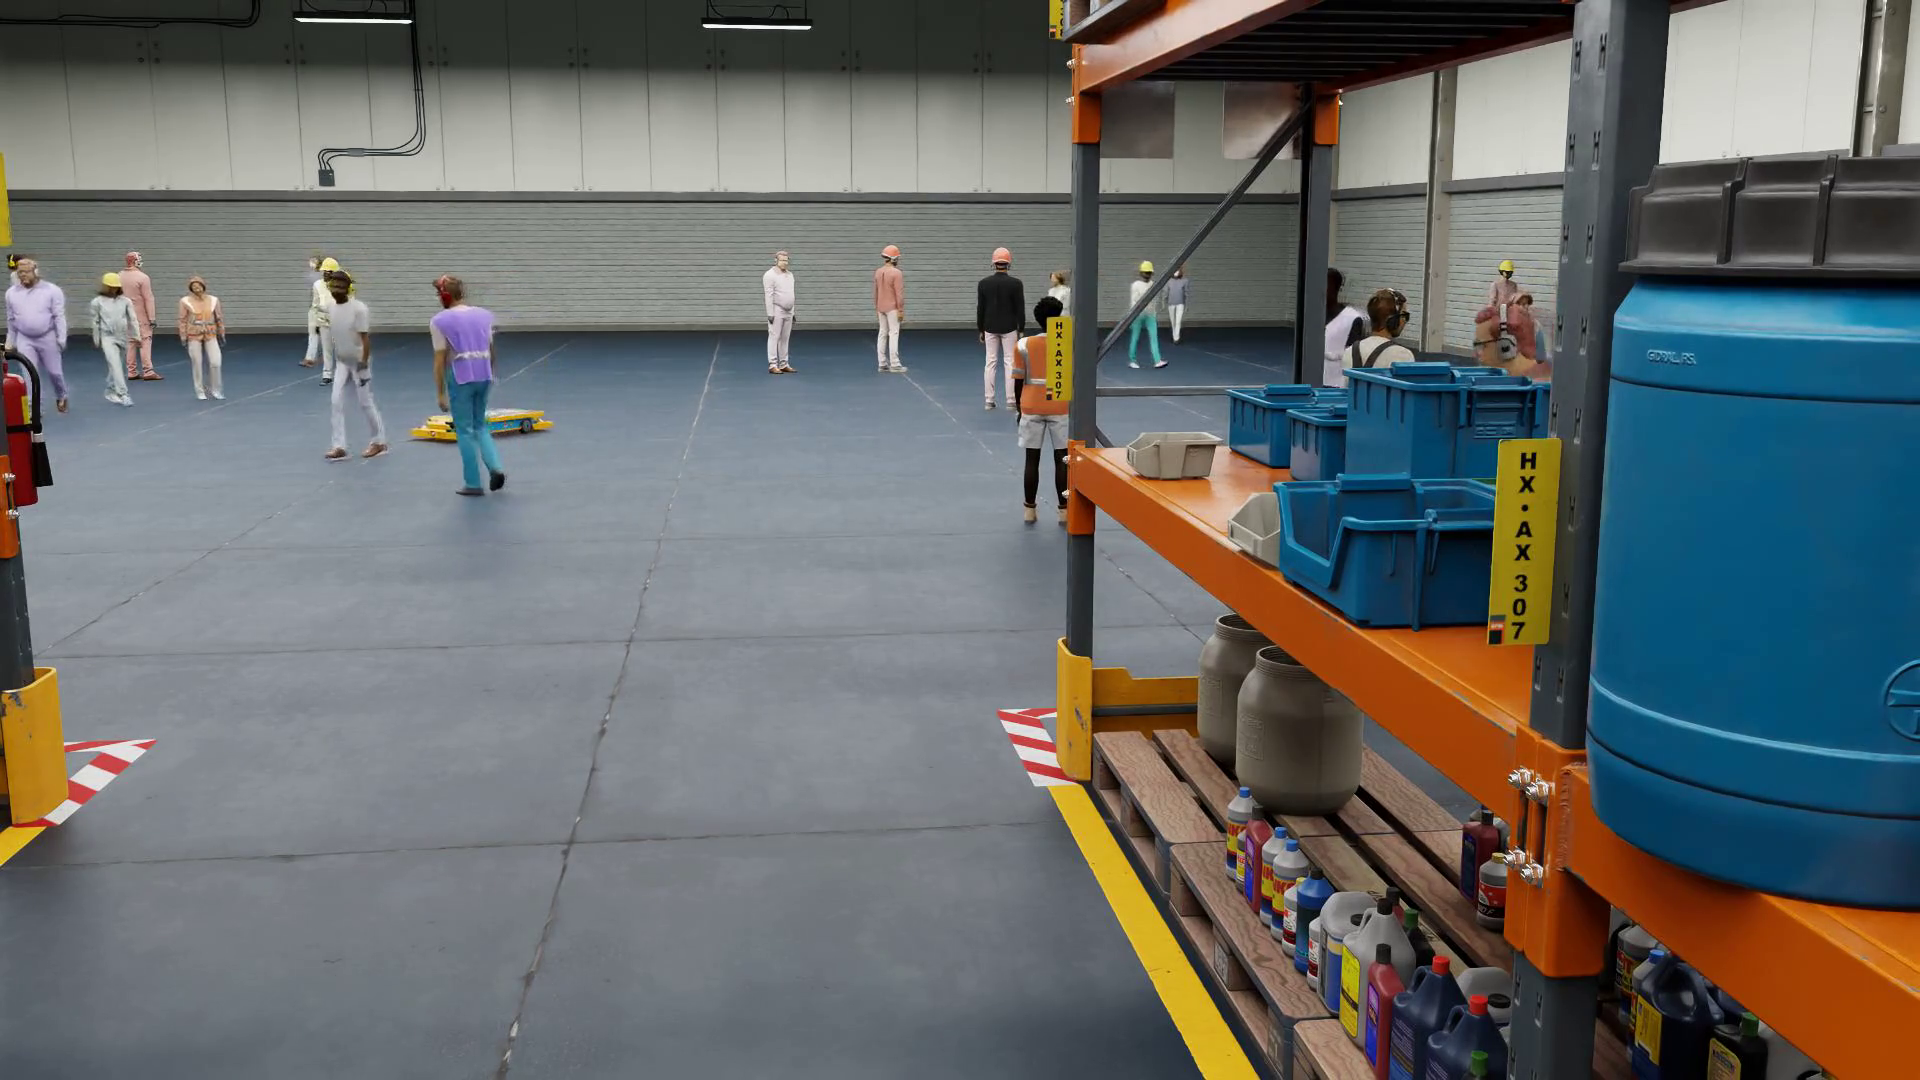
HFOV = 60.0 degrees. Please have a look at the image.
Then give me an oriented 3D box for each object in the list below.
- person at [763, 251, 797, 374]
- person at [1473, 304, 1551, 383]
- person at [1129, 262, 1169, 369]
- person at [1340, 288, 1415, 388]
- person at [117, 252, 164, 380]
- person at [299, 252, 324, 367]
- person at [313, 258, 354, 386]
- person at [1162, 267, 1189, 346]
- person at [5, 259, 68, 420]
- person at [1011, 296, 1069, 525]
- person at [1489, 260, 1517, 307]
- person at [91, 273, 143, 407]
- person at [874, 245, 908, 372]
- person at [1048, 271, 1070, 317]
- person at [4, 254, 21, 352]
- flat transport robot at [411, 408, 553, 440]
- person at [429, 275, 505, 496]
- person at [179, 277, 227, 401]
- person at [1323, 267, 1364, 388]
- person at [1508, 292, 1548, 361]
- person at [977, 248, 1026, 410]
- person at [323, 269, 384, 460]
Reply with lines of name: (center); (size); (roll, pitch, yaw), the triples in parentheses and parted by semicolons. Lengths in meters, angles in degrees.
person: (-2.785, -3.554, 26.041); (0.403, 1.904, 0.637); (7, 12, 33)
person: (2.220, 0.033, 6.429); (0.537, 1.878, 0.680); (5, 11, 24)
person: (3.026, -3.602, 26.781); (0.537, 1.726, 0.892); (-5, 12, -27)
person: (2.353, -0.488, 9.384); (0.332, 1.844, 0.508); (-7, 12, -33)
person: (-12.242, -3.329, 24.789); (0.651, 1.906, 0.404); (3, 11, 18)
person: (-10.555, -3.834, 27.610); (0.639, 1.893, 1.020); (4, 11, 22)
person: (-8.997, -3.129, 23.909); (0.591, 1.829, 0.404); (0, 10, -2)
person: (4.266, -4.637, 32.855); (0.508, 1.597, 0.873); (3, 11, 16)
person: (-10.867, -2.373, 19.624); (0.651, 1.881, 0.775); (-3, 11, -15)
person: (0.645, -0.952, 12.330); (0.536, 1.696, 0.322); (3, 11, 15)
person: (8.656, -3.563, 26.486); (0.522, 1.763, 0.334); (-5, 11, -25)
person: (-10.750, -2.552, 21.135); (0.932, 1.688, 0.498); (9, 14, 41)
person: (-1.102, -3.651, 26.309); (0.392, 1.995, 0.612); (-9, 14, -42)
person: (1.445, -3.340, 25.673); (0.835, 1.592, 0.545); (-6, 12, -28)
person: (-17.166, -4.306, 30.403); (0.996, 1.824, 0.549); (0, 10, -2)
flat transport robot: (-5.142, -1.263, 17.952); (0.652, 0.197, 1.431); (6, 12, 30)
person: (-4.076, -1.262, 13.704); (0.459, 1.813, 0.587); (8, 13, 38)
person: (-9.848, -2.617, 21.667); (0.581, 1.609, 0.626); (-9, 13, -39)
person: (2.940, -1.196, 13.130); (0.651, 1.903, 0.595); (-8, 13, -36)
person: (5.376, -1.557, 15.921); (0.520, 1.602, 0.742); (-4, 11, -20)
person: (0.517, -2.595, 20.522); (0.622, 1.995, 0.379); (4, 11, 19)
person: (-5.832, -1.658, 15.863); (0.540, 1.822, 0.875); (3, 11, 18)
